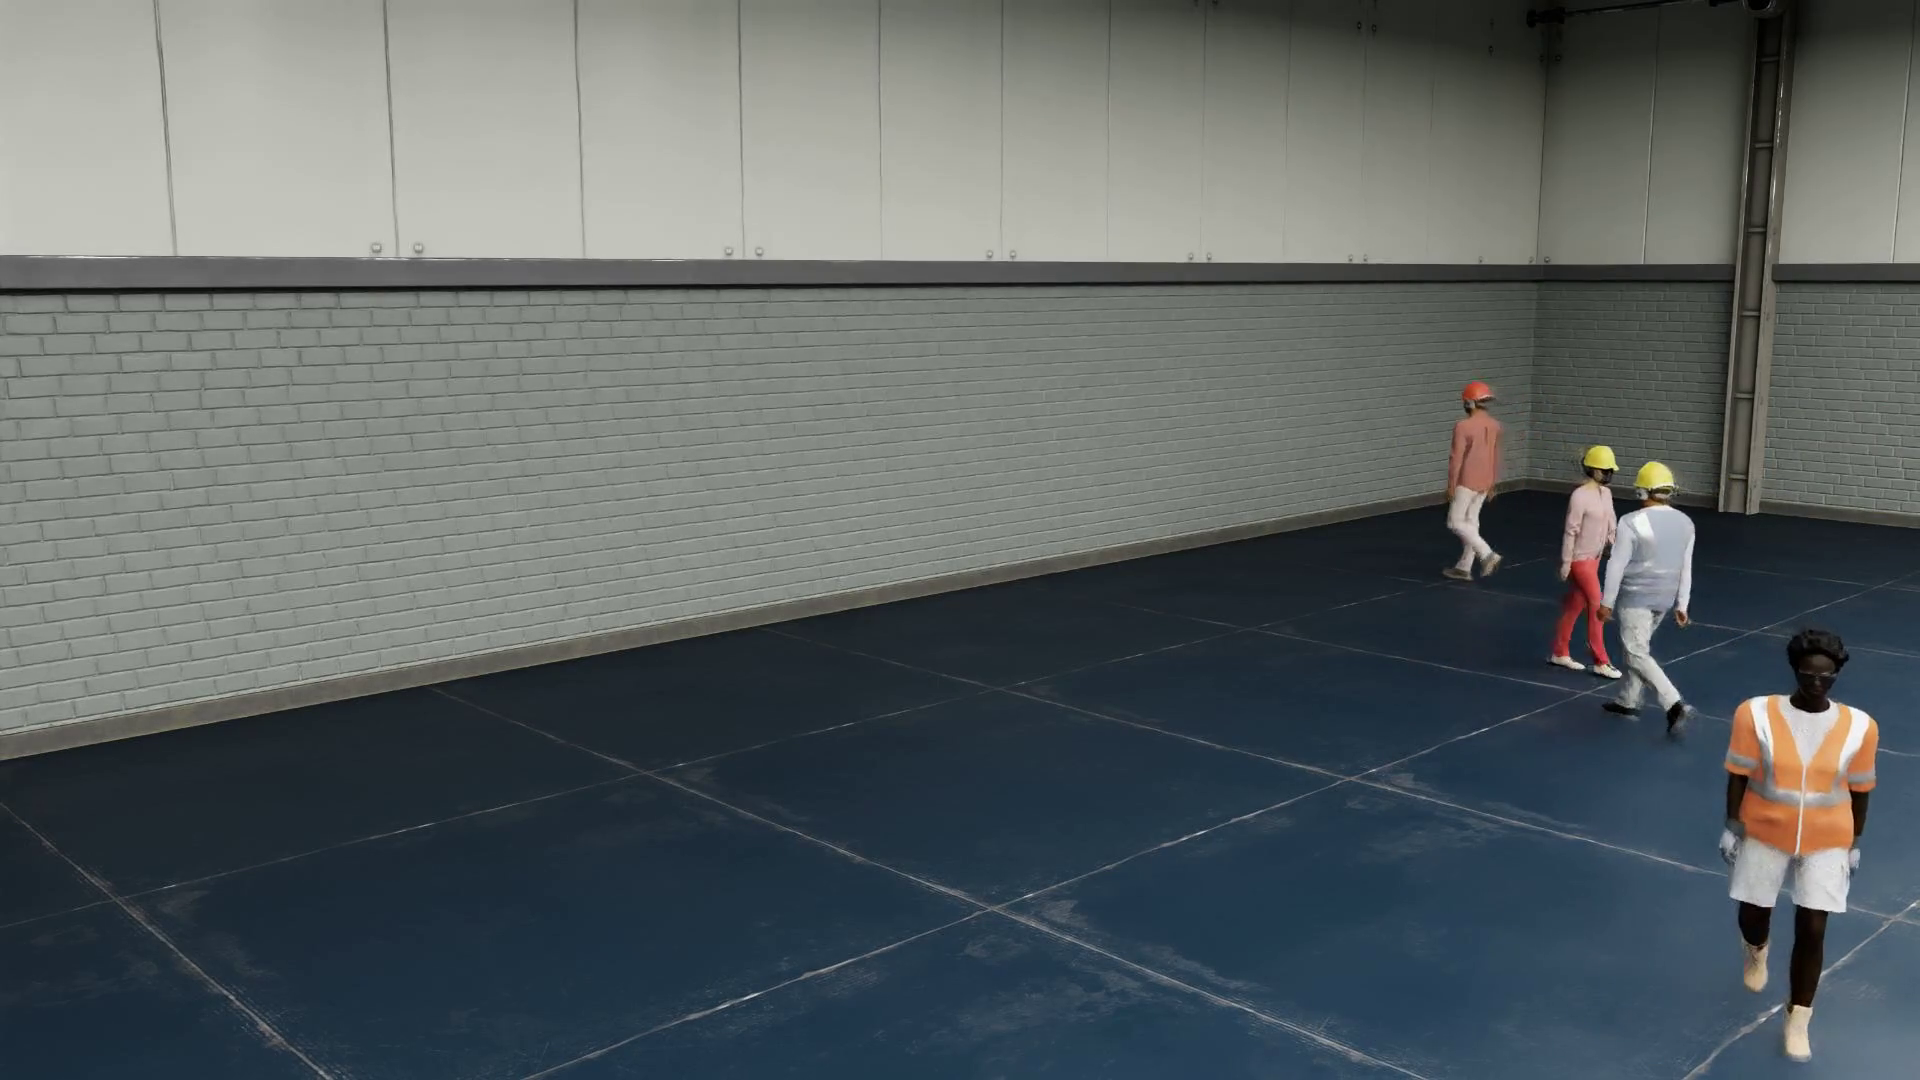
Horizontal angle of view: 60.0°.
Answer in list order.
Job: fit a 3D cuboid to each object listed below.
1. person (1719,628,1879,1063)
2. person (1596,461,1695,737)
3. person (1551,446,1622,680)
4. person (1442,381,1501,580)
[{"bbox_3d":[3.282,1.147,6.547,0.543,1.682,0.546,4,10,22],"label":"person"},{"bbox_3d":[4.565,0.384,10.952,0.586,1.797,0.845,-4,10,-24],"label":"person"},{"bbox_3d":[4.801,0.164,12.477,0.770,1.735,0.542,9,13,43],"label":"person"},{"bbox_3d":[5.029,-0.558,16.214,0.631,1.982,0.653,-6,11,-35],"label":"person"}]
